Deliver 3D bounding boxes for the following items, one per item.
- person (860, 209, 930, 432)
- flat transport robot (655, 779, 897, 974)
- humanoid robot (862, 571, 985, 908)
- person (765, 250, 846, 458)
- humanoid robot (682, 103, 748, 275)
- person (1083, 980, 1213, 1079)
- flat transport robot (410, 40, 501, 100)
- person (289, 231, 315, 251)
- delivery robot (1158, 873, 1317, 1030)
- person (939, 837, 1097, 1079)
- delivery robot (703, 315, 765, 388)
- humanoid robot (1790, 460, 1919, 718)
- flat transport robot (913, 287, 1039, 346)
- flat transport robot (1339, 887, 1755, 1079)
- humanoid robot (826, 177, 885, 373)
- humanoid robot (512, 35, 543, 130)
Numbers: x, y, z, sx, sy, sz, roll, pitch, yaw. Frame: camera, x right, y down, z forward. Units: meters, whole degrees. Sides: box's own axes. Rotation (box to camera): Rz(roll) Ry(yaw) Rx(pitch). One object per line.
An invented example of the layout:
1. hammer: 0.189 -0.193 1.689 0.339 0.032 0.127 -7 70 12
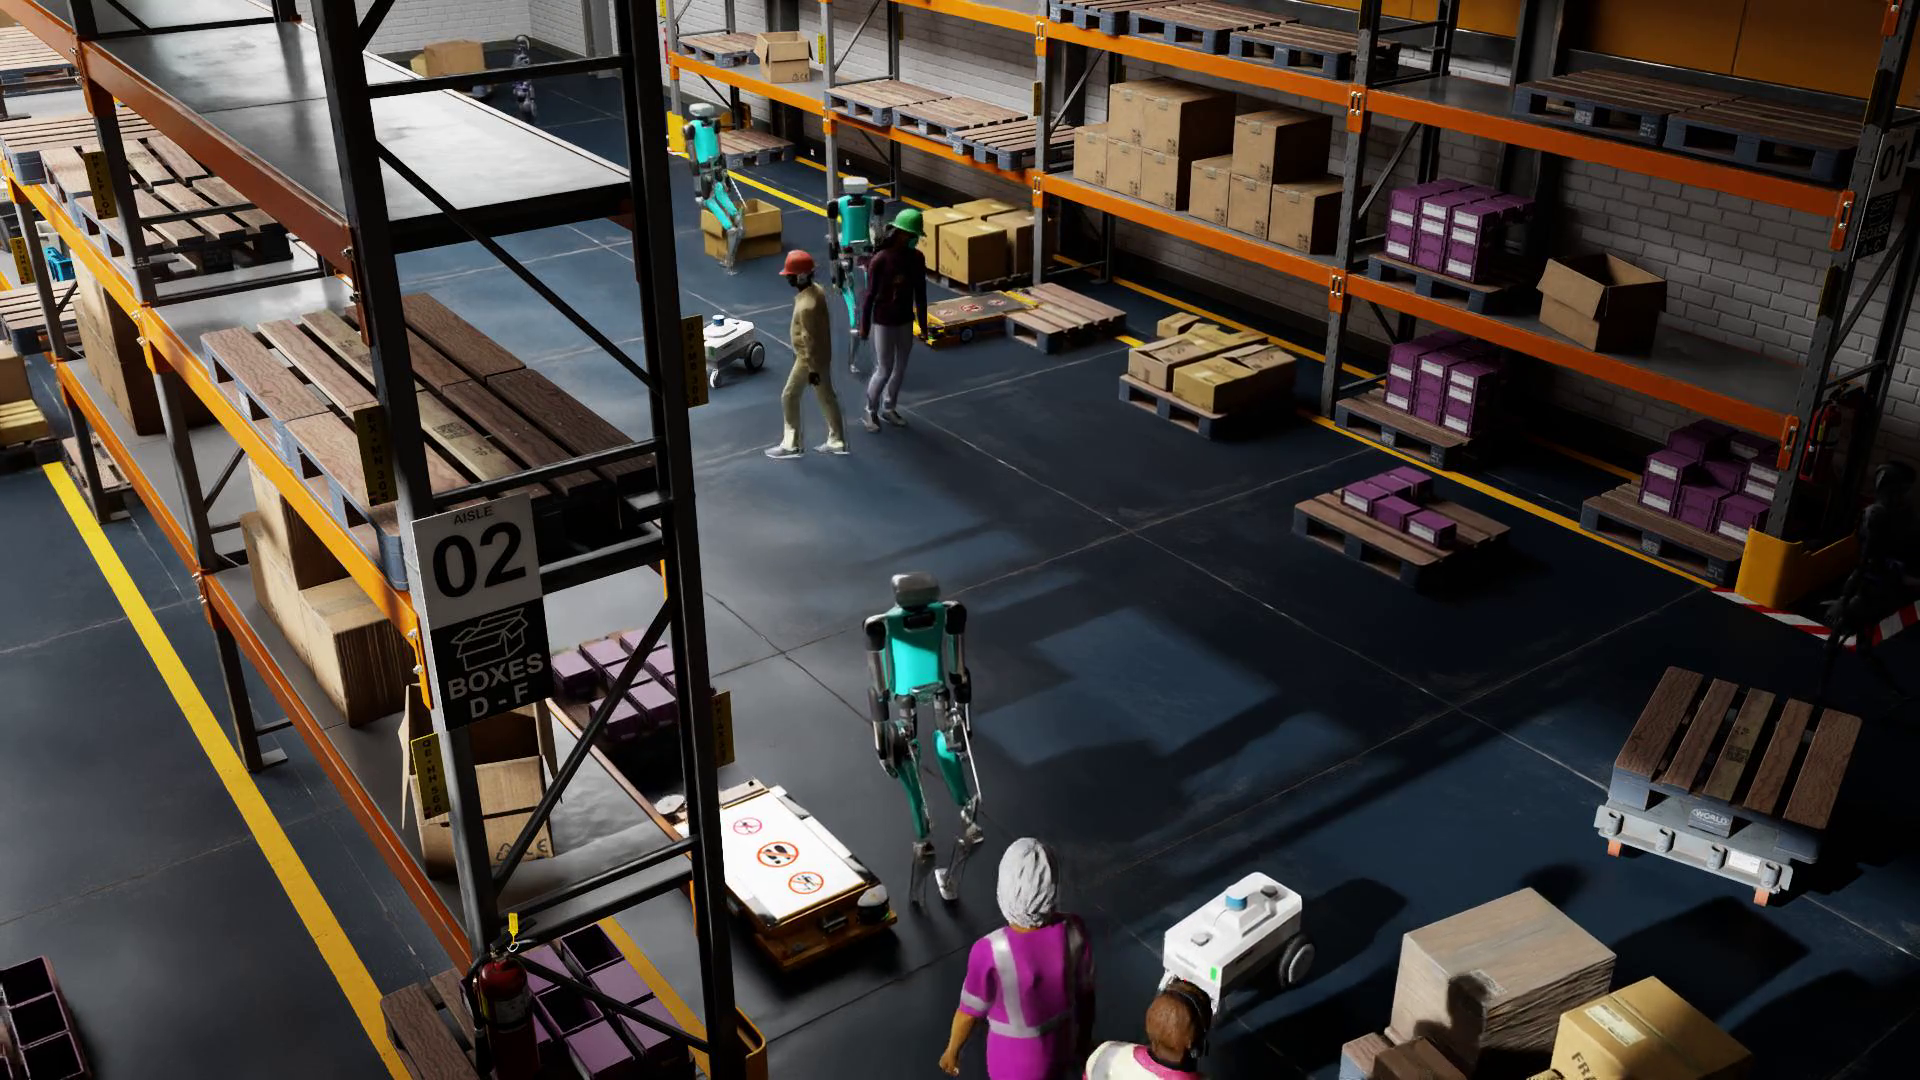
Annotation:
1. person: -0.523 -1.814 13.772 0.515 1.909 0.536 -16 31 -29
2. flat transport robot: -0.991 1.682 8.641 0.659 0.231 1.431 -18 32 -31
3. humanoid robot: -0.118 1.116 8.236 0.530 1.844 0.800 -10 28 -20
4. person: -1.278 -1.482 13.315 0.751 1.720 0.569 4 27 8
5. humanoid robot: -2.497 -3.715 17.779 0.838 1.812 0.551 14 30 26
6. person: 0.653 2.327 5.677 0.646 1.804 0.886 23 34 37
7. flat transport robot: -7.738 -6.799 25.512 0.659 0.231 1.431 0 27 1
8. person: -5.878 -2.314 15.083 0.342 1.609 0.580 0 27 -1
9. delivery robot: 1.295 1.896 7.881 0.769 0.580 0.499 -23 34 -38
10. person: 0.232 1.940 6.391 0.500 1.826 0.491 -22 34 -37
11. delivery robot: -2.175 -1.756 15.155 0.499 0.589 0.782 13 29 24
12. humanoid robot: 5.419 0.326 9.792 0.599 1.640 0.652 -24 35 -39
13. flat transport robot: 0.181 -2.195 16.354 1.431 0.231 0.659 -15 30 -27
14. flat transport robot: 2.269 2.572 6.871 1.431 0.231 0.659 -13 29 -24
15. humanoid robot: -0.885 -2.336 14.969 0.534 1.764 0.668 -6 27 -12
16. humanoid robot: -5.794 -5.910 22.234 0.806 1.617 0.613 -13 30 -24
